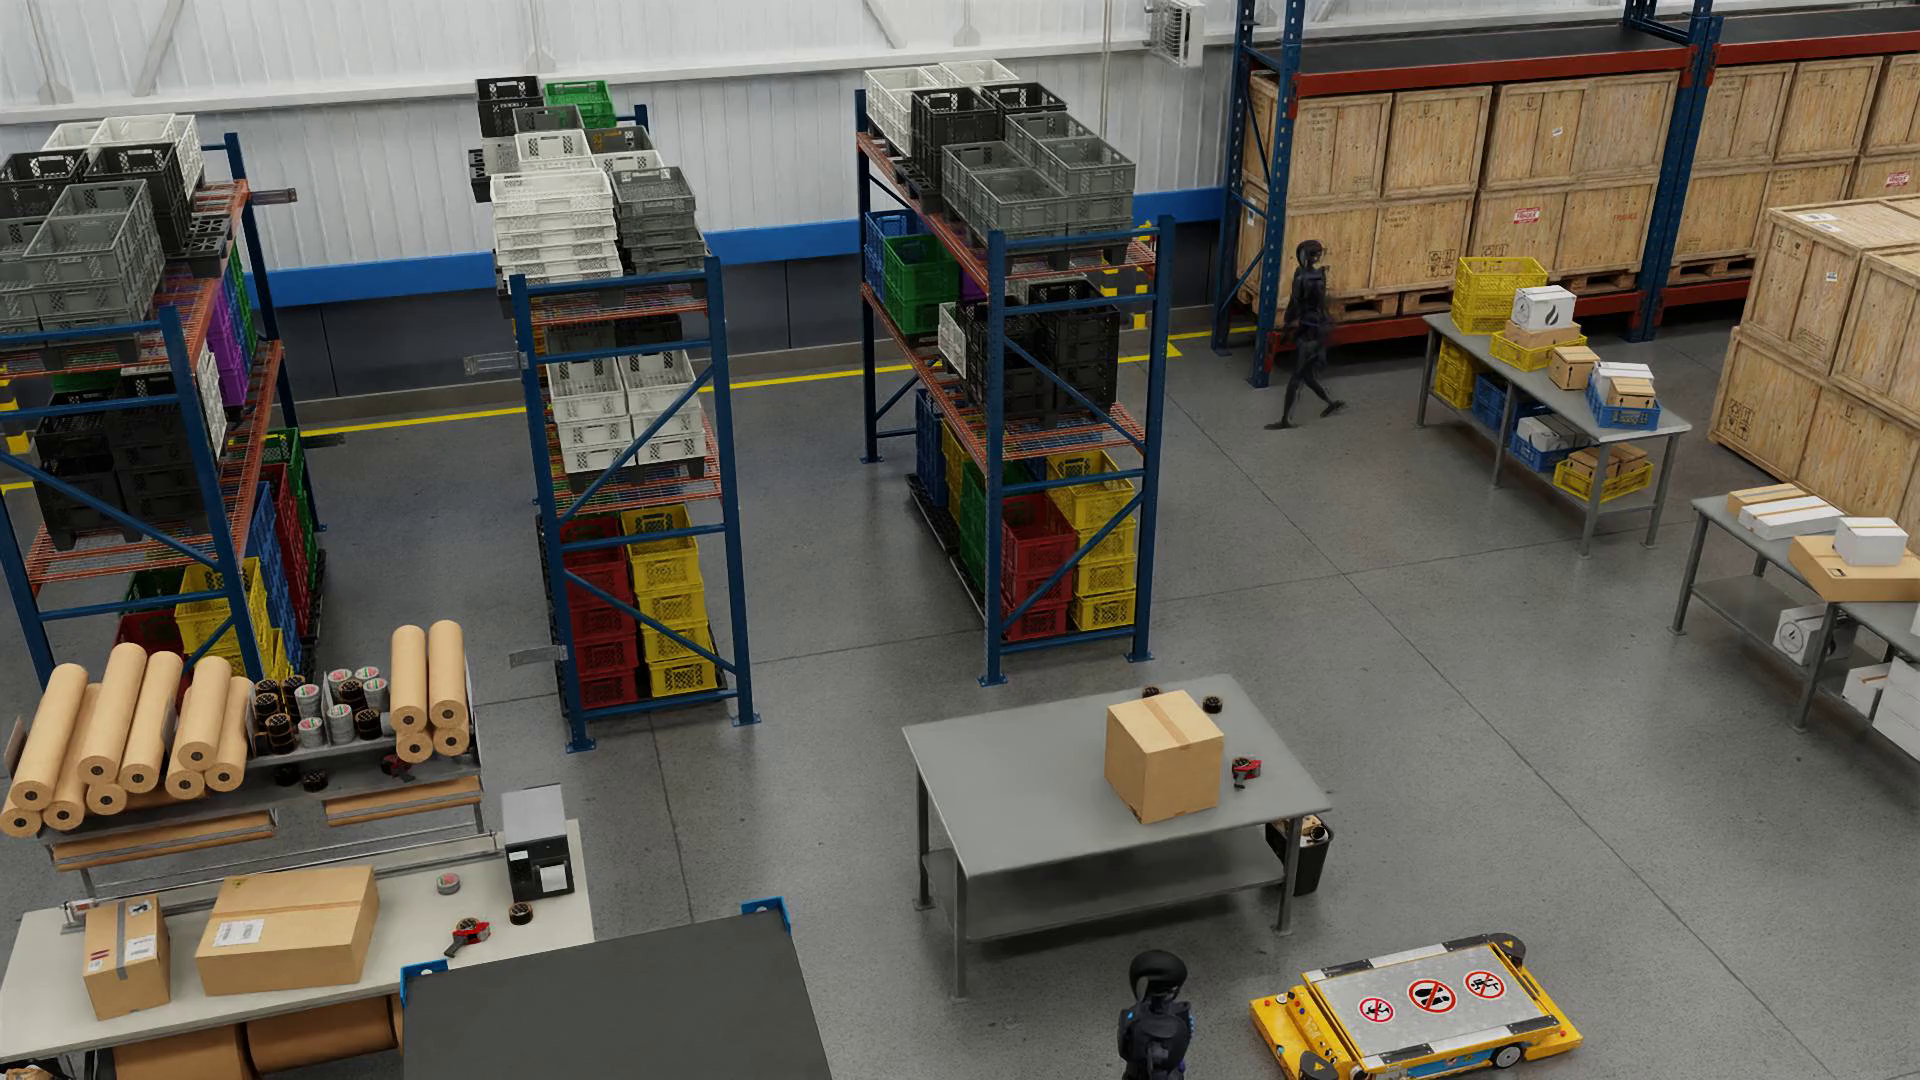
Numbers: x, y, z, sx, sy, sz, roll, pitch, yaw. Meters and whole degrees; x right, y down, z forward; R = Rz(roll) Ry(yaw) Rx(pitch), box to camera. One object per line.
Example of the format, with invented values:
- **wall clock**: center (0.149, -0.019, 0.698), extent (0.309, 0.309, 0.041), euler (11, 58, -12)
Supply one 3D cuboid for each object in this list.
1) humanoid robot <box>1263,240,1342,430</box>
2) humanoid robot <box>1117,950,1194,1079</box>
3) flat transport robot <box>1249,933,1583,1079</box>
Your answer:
- **humanoid robot**: center (2.945, -1.721, 13.876), extent (0.720, 1.630, 0.636), euler (-6, 29, -10)
- **humanoid robot**: center (0.727, 2.263, 6.567), extent (0.331, 1.657, 0.586), euler (0, 29, 0)
- **flat transport robot**: center (2.184, 2.282, 7.980), extent (1.431, 0.197, 0.652), euler (-8, 30, -14)
